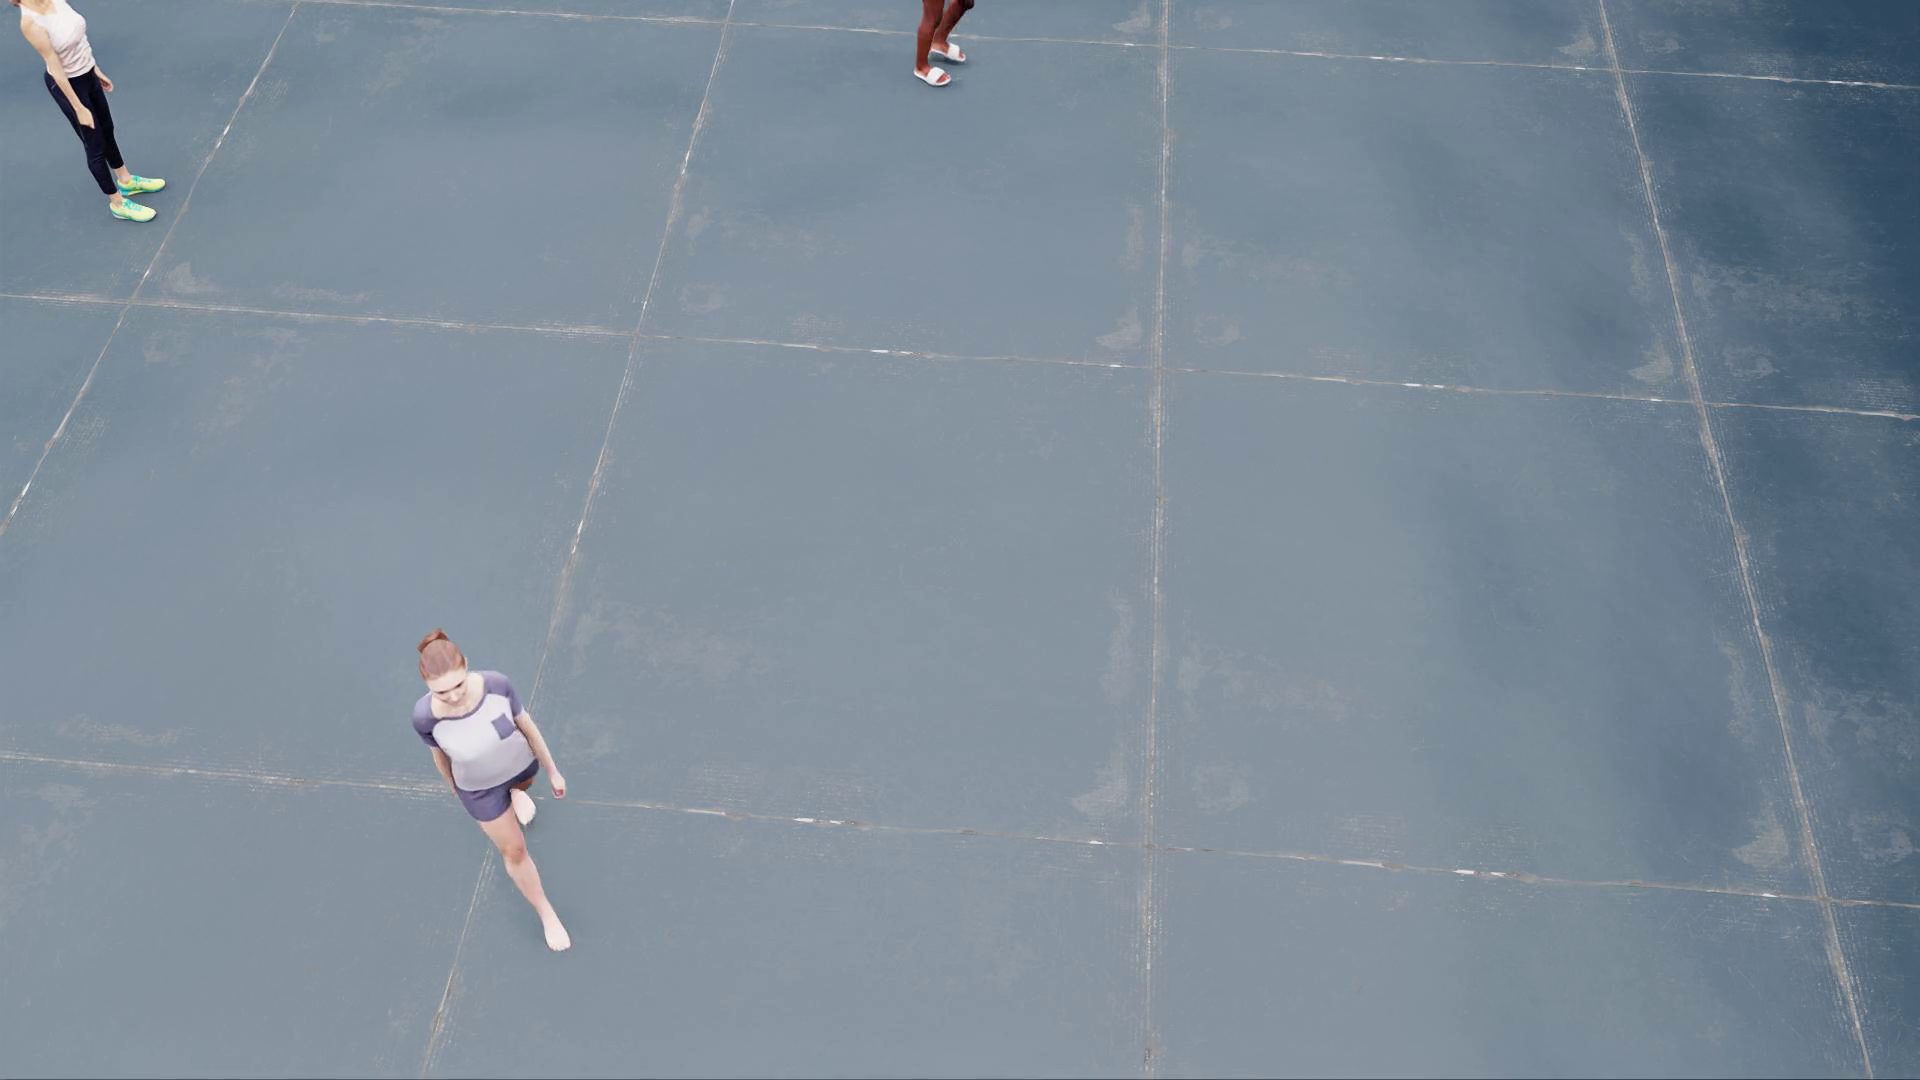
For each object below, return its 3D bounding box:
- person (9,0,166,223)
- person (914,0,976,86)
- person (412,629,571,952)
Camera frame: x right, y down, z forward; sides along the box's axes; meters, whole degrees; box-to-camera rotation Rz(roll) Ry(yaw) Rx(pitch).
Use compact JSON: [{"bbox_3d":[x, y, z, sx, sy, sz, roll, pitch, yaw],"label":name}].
[{"bbox_3d":[-5.089,-2.611,9.579,0.580,1.703,0.628,-4,52,-3],"label":"person"},{"bbox_3d":[-0.136,-3.602,10.344,0.671,1.707,0.681,15,54,11],"label":"person"},{"bbox_3d":[-1.929,0.877,6.866,1.118,1.721,1.101,-27,57,-19],"label":"person"}]
